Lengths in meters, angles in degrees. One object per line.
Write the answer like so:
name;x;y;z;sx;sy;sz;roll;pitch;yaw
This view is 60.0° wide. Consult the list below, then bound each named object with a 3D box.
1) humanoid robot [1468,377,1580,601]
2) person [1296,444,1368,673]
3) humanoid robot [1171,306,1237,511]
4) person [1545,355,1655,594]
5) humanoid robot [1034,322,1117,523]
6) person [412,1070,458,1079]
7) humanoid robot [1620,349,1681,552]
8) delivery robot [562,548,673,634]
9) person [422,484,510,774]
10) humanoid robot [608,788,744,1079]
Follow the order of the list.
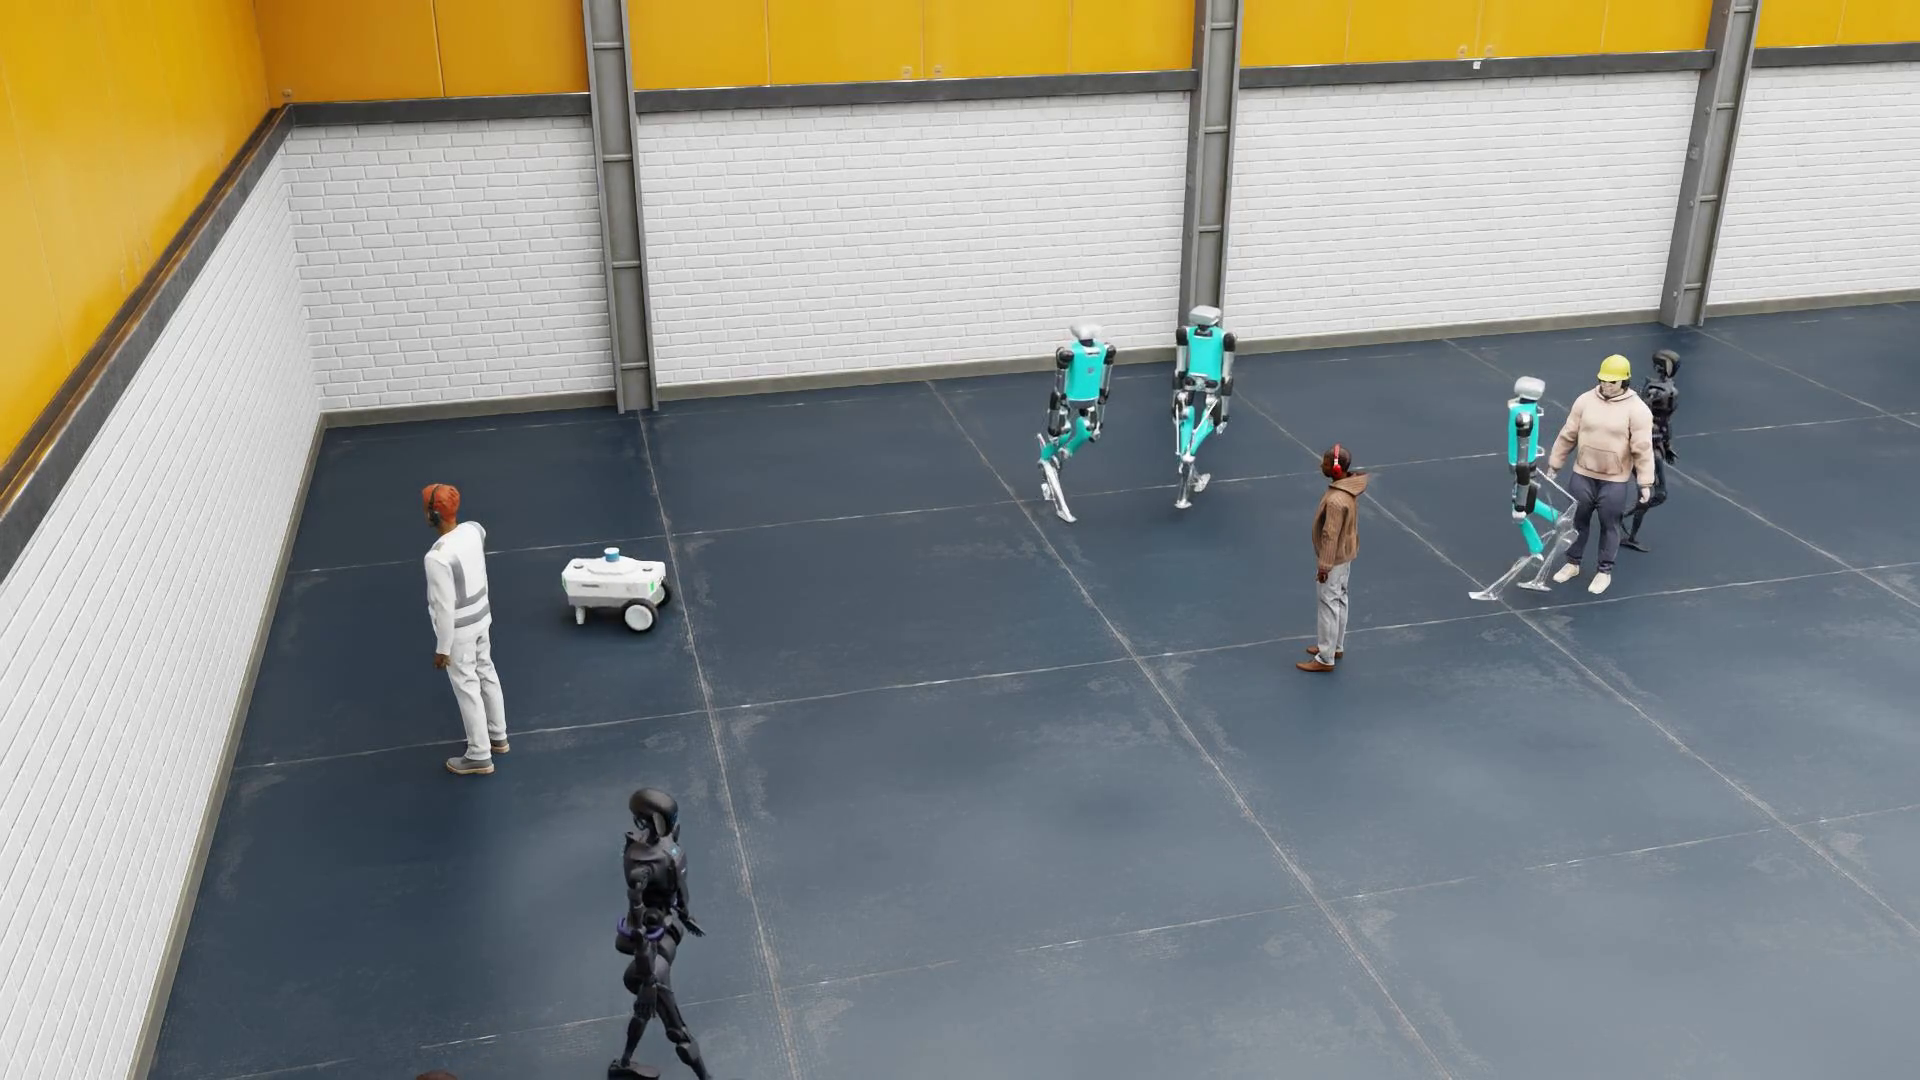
humanoid robot;4.296;-0.313;12.274;0.840;1.791;0.552;7;25;15
person;2.554;0.129;11.359;0.327;1.648;0.462;10;26;22
humanoid robot;1.927;-1.035;13.872;0.549;1.724;1.007;13;27;27
person;4.850;-0.515;12.564;0.788;1.859;0.432;18;30;36
humanoid robot;0.854;-1.000;13.886;0.556;1.837;0.893;-12;26;-25
person;-1.728;2.547;5.760;0.480;1.734;0.838;18;30;36
humanoid robot;5.472;-0.726;13.251;0.426;1.645;0.584;18;30;35
delivery robot;-2.499;0.353;12.225;0.783;0.612;0.524;2;24;4
person;-3.033;0.539;10.132;0.337;1.882;0.583;5;24;11
humanoid robot;-1.326;1.813;7.519;0.710;1.640;0.589;3;24;8
